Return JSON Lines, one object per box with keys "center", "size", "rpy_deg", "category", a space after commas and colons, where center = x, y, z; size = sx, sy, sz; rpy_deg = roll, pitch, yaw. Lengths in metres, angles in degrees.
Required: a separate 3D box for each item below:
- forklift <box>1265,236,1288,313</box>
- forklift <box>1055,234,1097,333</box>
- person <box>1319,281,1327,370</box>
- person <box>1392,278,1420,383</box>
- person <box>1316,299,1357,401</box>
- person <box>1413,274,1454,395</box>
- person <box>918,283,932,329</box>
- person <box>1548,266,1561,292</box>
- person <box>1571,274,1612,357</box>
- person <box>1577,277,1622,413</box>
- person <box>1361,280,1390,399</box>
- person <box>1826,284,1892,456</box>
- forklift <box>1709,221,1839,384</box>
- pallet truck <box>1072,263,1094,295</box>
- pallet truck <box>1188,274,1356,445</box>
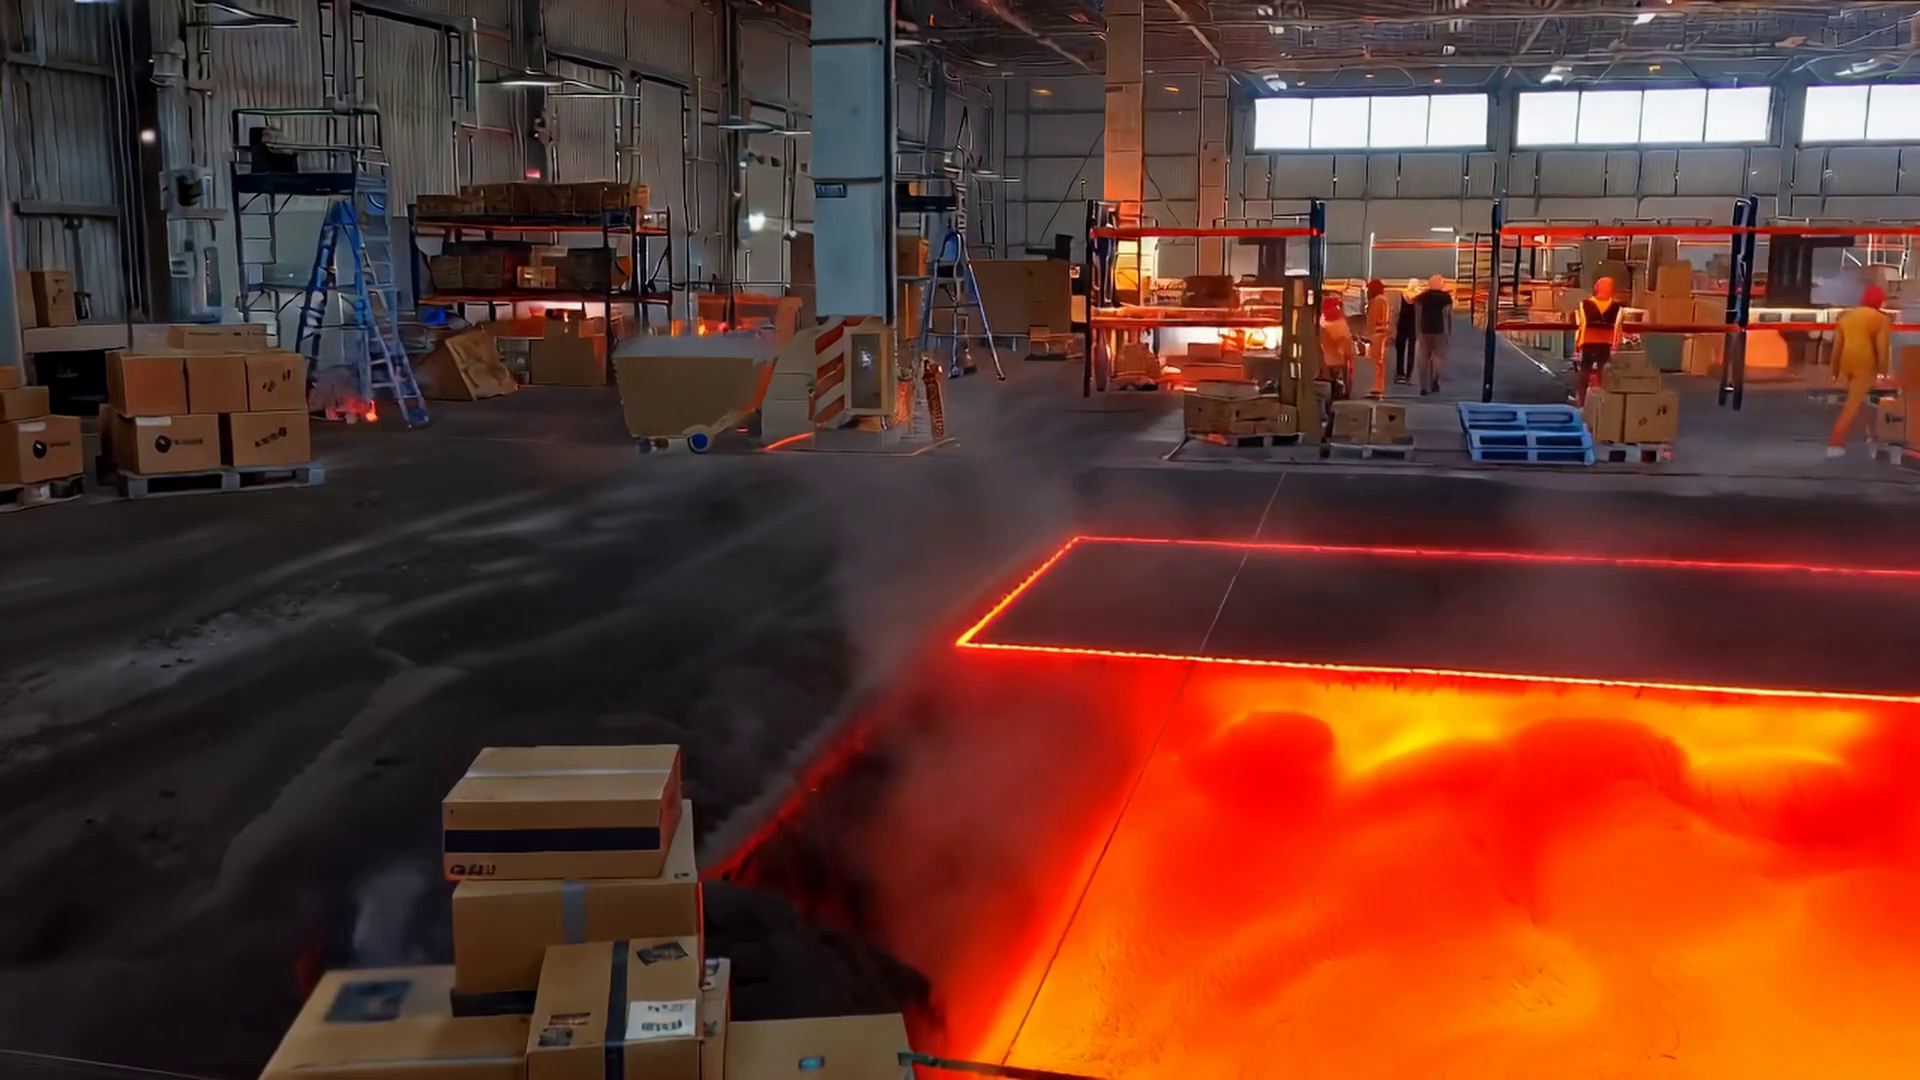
{"center": [9.687, -7.922, 51.048], "size": [1.873, 2.768, 1.129], "rpy_deg": [-2, 10, -12], "category": "forklift"}
{"center": [2.951, -7.337, 47.606], "size": [1.873, 2.768, 1.129], "rpy_deg": [2, 10, 14], "category": "forklift"}
{"center": [6.904, -4.126, 32.065], "size": [0.485, 1.739, 0.320], "rpy_deg": [-9, 13, -42], "category": "person"}
{"center": [7.763, -3.618, 28.790], "size": [0.541, 1.826, 0.559], "rpy_deg": [3, 10, 19], "category": "person"}
{"center": [4.793, -2.239, 21.193], "size": [0.609, 1.662, 0.347], "rpy_deg": [-4, 10, -23], "category": "person"}
{"center": [7.526, -3.267, 26.486], "size": [0.644, 1.918, 0.505], "rpy_deg": [5, 11, 27], "category": "person"}
{"center": [-1.005, -7.365, 50.571], "size": [0.544, 1.930, 0.389], "rpy_deg": [-4, 11, -24], "category": "person"}
{"center": [18.304, -7.498, 51.380], "size": [0.569, 1.914, 0.567], "rpy_deg": [-1, 10, -4], "category": "person"}
{"center": [13.163, -4.557, 34.328], "size": [0.976, 1.845, 0.583], "rpy_deg": [4, 10, 22], "category": "person"}
{"center": [8.952, -2.728, 23.335], "size": [0.586, 1.910, 0.394], "rpy_deg": [1, 10, 8], "category": "person"}
{"center": [6.402, -3.087, 25.684], "size": [0.431, 1.836, 0.622], "rpy_deg": [5, 11, 29], "category": "person"}
{"center": [10.010, -1.869, 18.358], "size": [1.027, 1.875, 0.638], "rpy_deg": [-4, 10, -21], "category": "person"}
{"center": [14.115, -4.126, 28.697], "size": [1.873, 2.768, 1.129], "rpy_deg": [2, 10, 14], "category": "forklift"}
{"center": [4.325, -8.180, 55.162], "size": [0.823, 1.965, 1.885], "rpy_deg": [6, 11, 31], "category": "pallet truck"}
{"center": [3.653, -2.138, 19.590], "size": [1.885, 1.965, 0.823], "rpy_deg": [-4, 10, -20], "category": "pallet truck"}
